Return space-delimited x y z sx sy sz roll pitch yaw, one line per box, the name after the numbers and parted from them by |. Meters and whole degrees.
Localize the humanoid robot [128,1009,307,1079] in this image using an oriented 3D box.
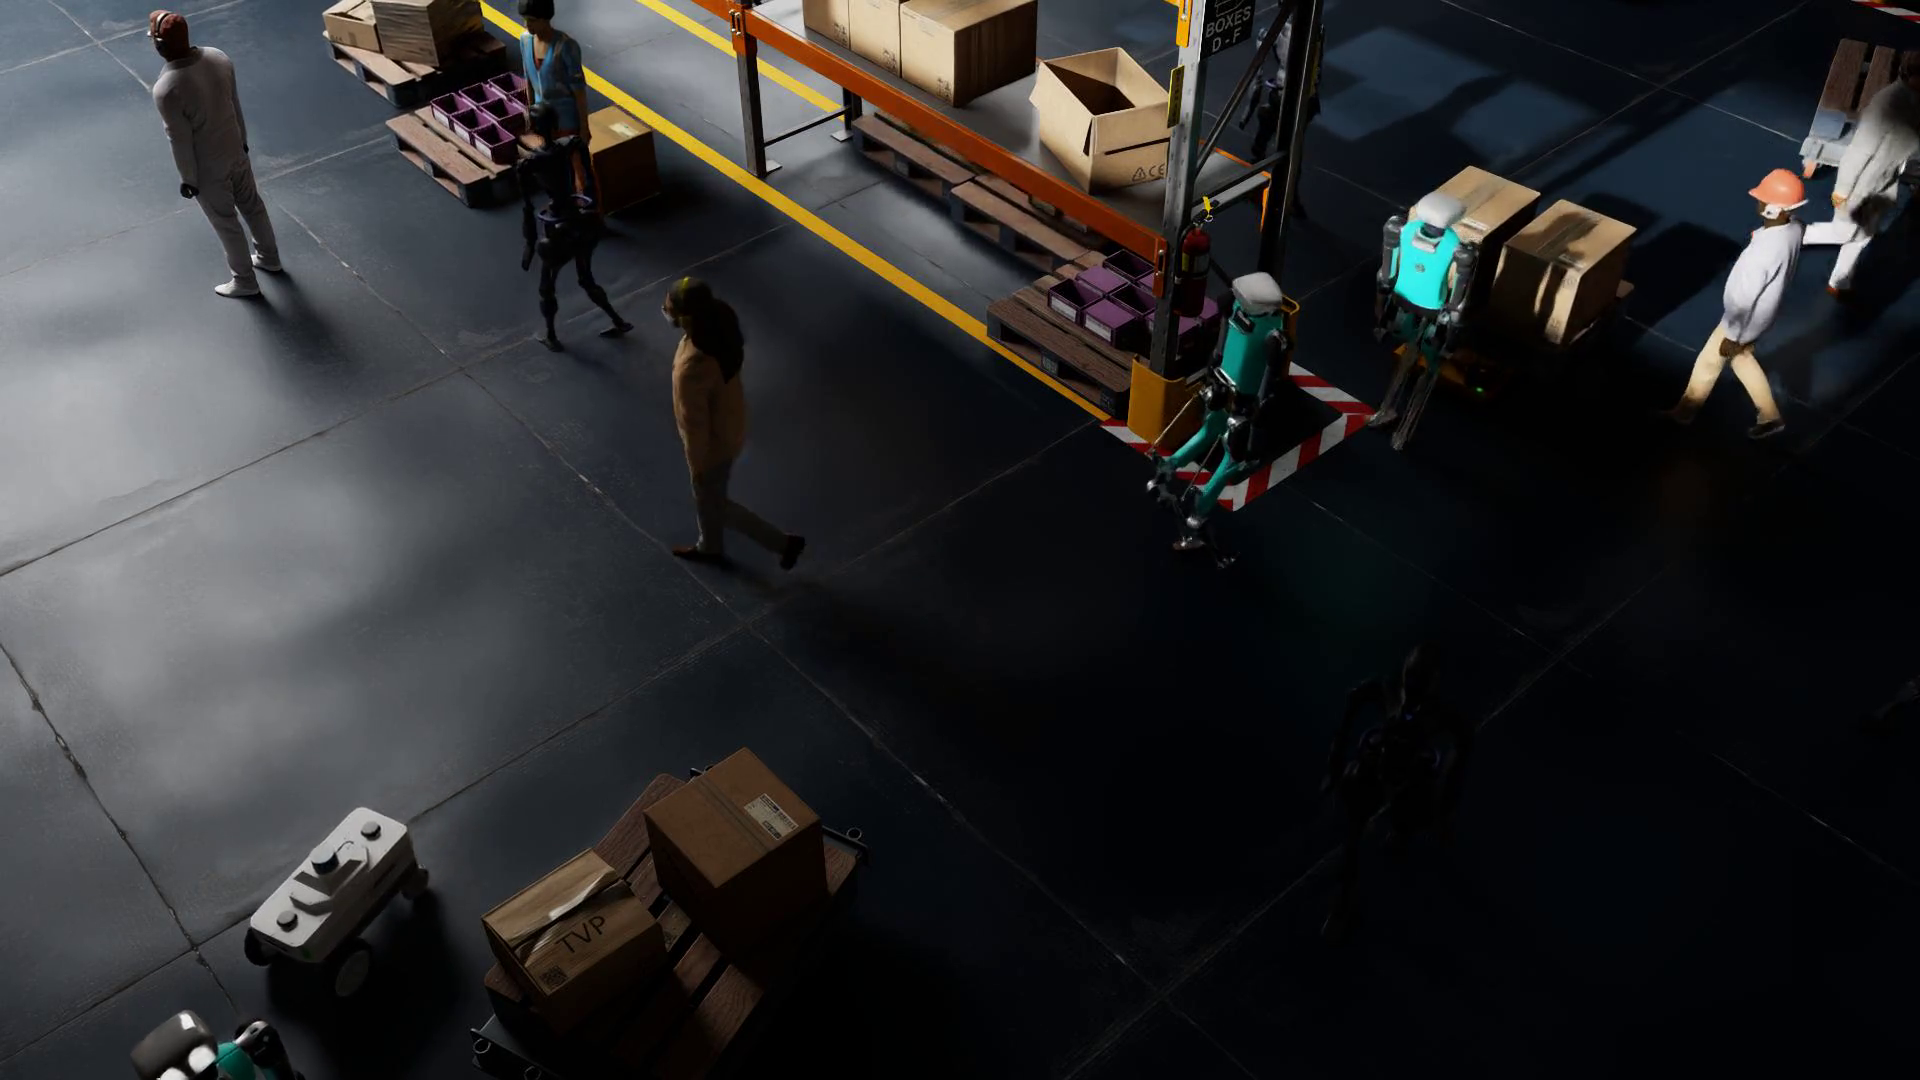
-2.557 2.084 5.760 0.882 1.787 0.552 27 49 26 | humanoid robot

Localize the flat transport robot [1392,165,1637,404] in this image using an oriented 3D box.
3.426 -1.378 10.593 0.659 0.231 1.431 32 52 30 | flat transport robot

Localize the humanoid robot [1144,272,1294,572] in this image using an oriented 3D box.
1.250 -0.540 8.592 0.694 1.789 0.534 -17 45 -17 | humanoid robot

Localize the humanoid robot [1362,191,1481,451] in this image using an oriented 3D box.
2.636 -1.258 9.367 0.531 1.747 0.736 27 49 26 | humanoid robot

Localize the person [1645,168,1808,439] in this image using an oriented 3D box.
4.511 -1.269 9.415 0.752 1.732 0.584 32 51 30 | person

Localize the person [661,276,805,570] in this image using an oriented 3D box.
-1.206 -0.538 8.518 0.714 1.854 0.552 6 43 7 | person

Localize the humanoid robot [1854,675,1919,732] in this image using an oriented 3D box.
4.823 0.313 7.742 0.763 1.618 0.592 0 43 0 | humanoid robot

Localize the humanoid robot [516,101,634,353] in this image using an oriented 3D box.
-2.411 -1.903 10.145 0.501 1.626 0.606 29 50 28 | humanoid robot

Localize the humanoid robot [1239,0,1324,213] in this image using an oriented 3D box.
2.225 -2.999 11.327 0.601 1.645 0.397 -17 45 -18 | humanoid robot

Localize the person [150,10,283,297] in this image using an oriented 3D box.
-4.747 -2.432 10.532 0.412 1.907 0.643 11 44 12 | person

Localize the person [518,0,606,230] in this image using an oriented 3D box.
-2.662 -2.802 11.044 0.495 1.759 0.335 20 46 21 | person

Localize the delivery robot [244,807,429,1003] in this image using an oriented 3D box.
-2.704 1.563 7.192 0.499 0.605 0.781 18 46 19 | delivery robot

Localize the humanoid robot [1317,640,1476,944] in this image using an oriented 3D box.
1.844 0.994 7.012 0.595 1.653 0.723 18 46 19 | humanoid robot

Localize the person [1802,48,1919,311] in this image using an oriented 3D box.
5.667 -2.340 10.511 0.542 1.801 0.673 -25 48 -24 | person
